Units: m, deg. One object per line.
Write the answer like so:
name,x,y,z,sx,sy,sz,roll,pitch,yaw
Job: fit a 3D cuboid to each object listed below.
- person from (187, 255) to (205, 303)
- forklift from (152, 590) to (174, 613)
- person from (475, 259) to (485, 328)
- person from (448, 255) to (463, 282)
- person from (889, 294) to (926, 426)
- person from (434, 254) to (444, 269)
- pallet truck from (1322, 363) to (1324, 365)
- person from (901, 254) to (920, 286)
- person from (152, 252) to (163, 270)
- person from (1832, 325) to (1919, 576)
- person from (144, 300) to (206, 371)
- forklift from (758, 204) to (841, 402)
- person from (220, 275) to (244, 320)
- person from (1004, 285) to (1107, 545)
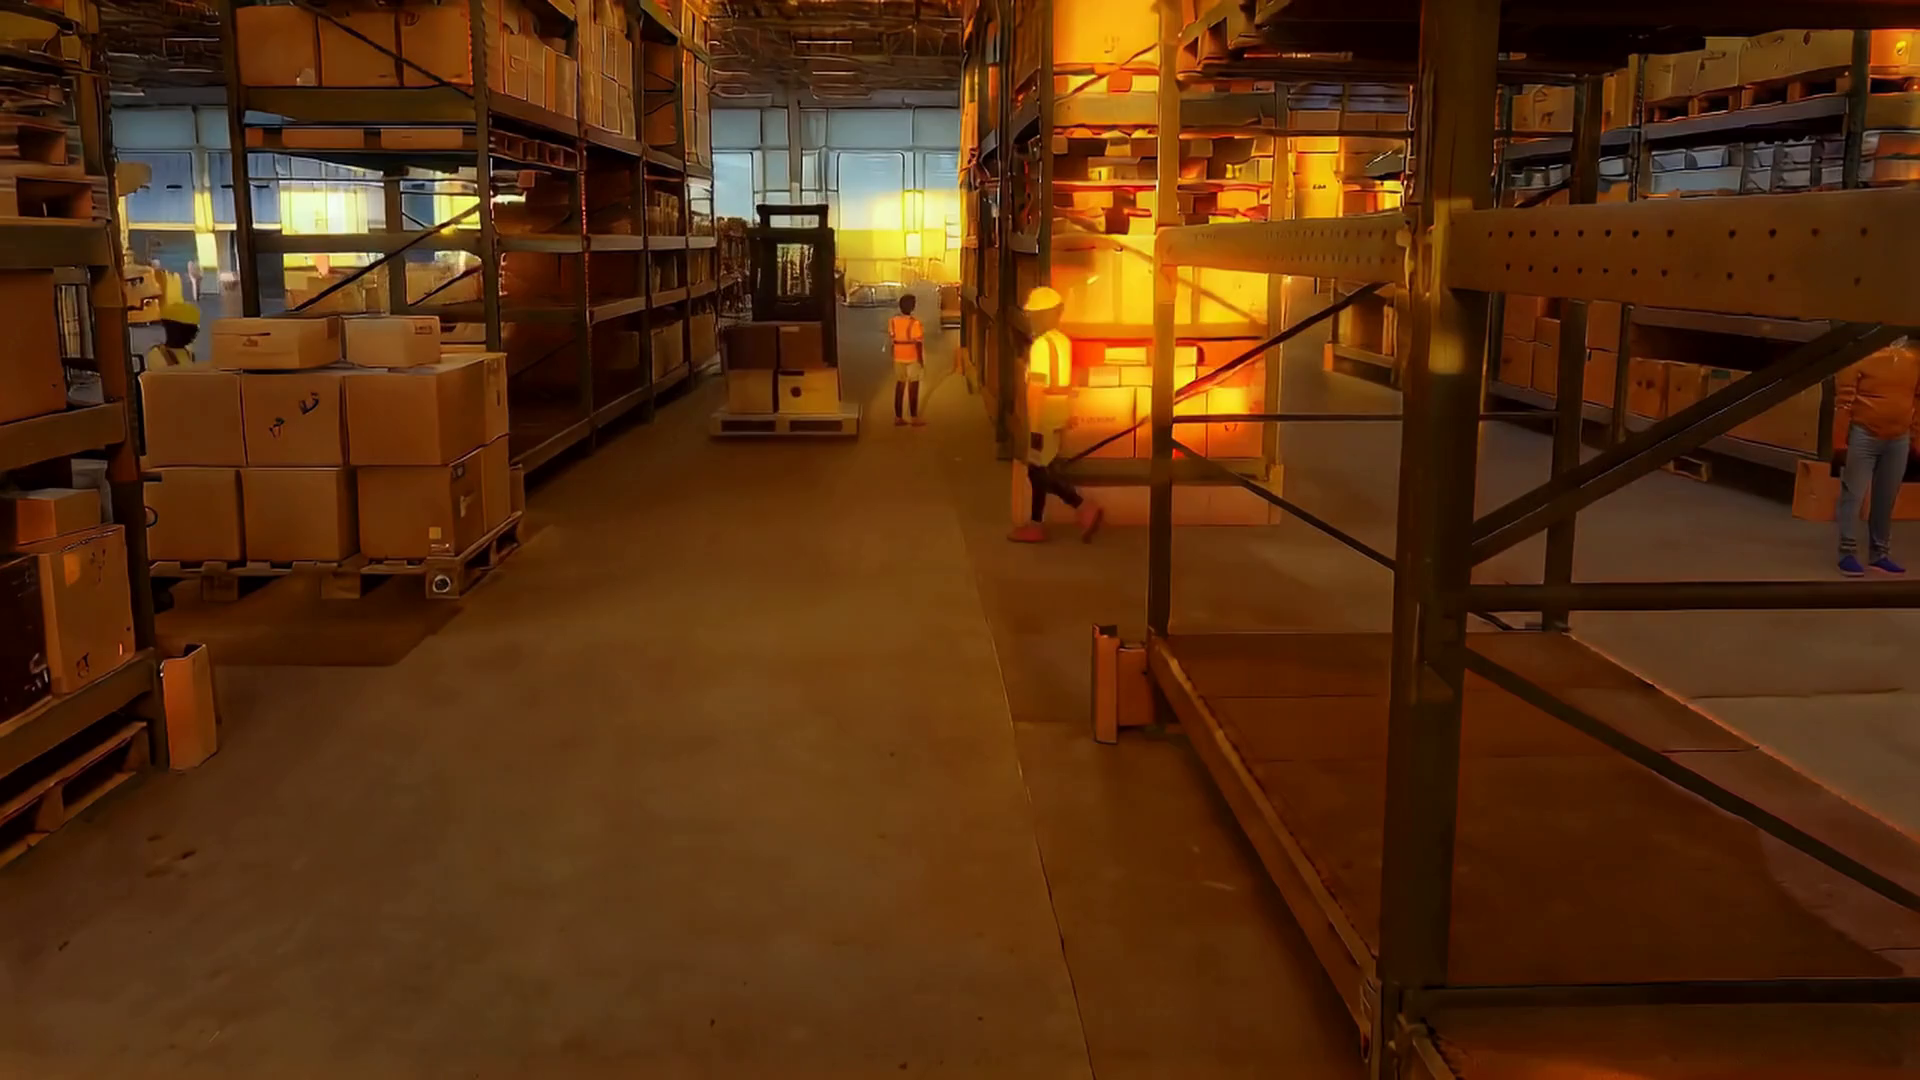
person,-29.435,-10.077,64.164,0.430,1.840,0.625,8,13,37
forklift,-5.858,-0.811,9.639,1.873,2.768,1.129,-1,10,-3
person,-12.734,-6.650,44.842,0.511,1.914,0.584,4,11,20
person,-20.014,-10.395,66.002,0.551,1.802,0.999,7,13,36
person,-0.670,-2.293,21.218,0.533,1.689,0.333,9,14,41
person,-19.852,-10.003,63.606,0.877,1.896,0.595,-7,12,-34
pallet truck,7.712,-4.157,30.737,1.885,1.965,0.823,3,11,16
person,-1.644,-8.492,55.128,0.654,1.933,0.453,-2,10,-10
person,-32.478,-10.713,67.455,0.601,1.928,0.618,3,10,14
person,6.479,-0.683,11.699,0.641,1.895,0.432,0,10,-2
person,-5.881,-0.843,12.514,0.452,1.908,0.576,3,10,14
forklift,-2.180,-3.047,22.093,1.129,2.768,1.873,0,10,-2
person,-13.687,-4.141,31.395,0.532,1.724,0.909,5,11,24
person,0.742,-0.923,12.697,0.791,2.020,0.615,4,11,22
